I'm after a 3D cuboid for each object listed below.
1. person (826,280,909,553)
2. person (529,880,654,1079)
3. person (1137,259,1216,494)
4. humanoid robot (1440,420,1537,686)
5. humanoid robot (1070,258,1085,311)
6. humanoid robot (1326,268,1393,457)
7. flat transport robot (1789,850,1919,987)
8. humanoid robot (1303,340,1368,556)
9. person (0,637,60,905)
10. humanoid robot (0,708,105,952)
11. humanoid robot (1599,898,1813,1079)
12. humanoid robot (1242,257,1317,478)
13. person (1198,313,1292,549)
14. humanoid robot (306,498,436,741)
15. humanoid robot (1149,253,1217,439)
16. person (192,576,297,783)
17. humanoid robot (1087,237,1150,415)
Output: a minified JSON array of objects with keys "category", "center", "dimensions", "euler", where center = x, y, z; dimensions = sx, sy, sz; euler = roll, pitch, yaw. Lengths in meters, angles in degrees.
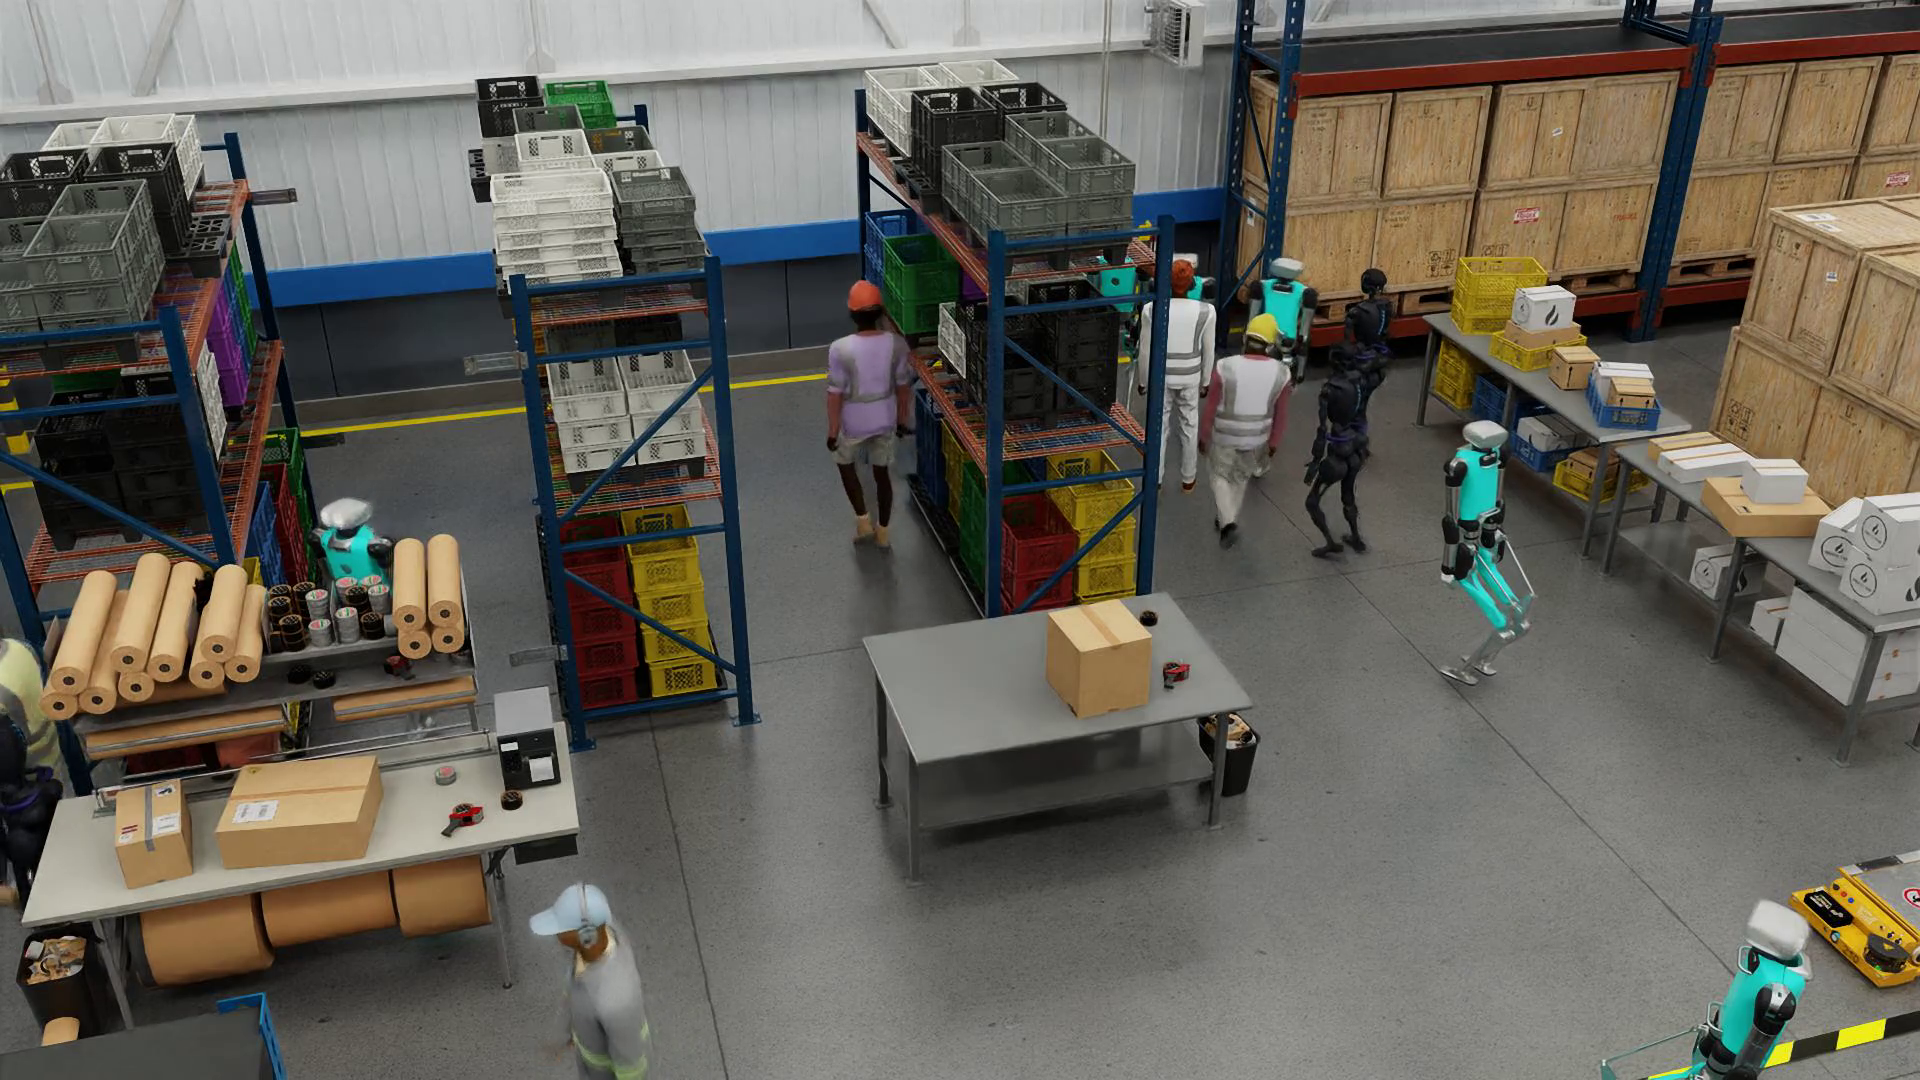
[{"category":"person","center":[-0.670,-0.858,11.889],"dimensions":[0.661,2.033,0.465],"euler":[-14,32,-24]},{"category":"person","center":[-1.433,2.104,6.693],"dimensions":[0.395,1.850,0.597],"euler":[-9,30,-17]},{"category":"person","center":[1.643,-1.230,12.724],"dimensions":[0.574,1.882,0.362],"euler":[2,29,4]},{"category":"humanoid robot","center":[3.313,0.134,10.285],"dimensions":[0.532,1.684,0.747],"euler":[-20,35,-32]},{"category":"humanoid robot","center":[0.904,-1.622,13.642],"dimensions":[0.307,1.648,0.610],"euler":[13,31,22]},{"category":"humanoid robot","center":[3.148,-1.357,13.163],"dimensions":[0.603,1.657,0.363],"euler":[-20,35,-32]},{"category":"flat transport robot","center":[5.163,1.916,8.676],"dimensions":[1.431,0.231,0.659],"euler":[-8,30,-14]},{"category":"humanoid robot","center":[2.727,-0.630,11.836],"dimensions":[0.406,1.633,0.589],"euler":[23,36,35]},{"category":"person","center":[-4.752,1.143,8.479],"dimensions":[0.802,1.812,0.636],"euler":[-5,29,-9]},{"category":"humanoid robot","center":[-4.607,1.362,8.218],"dimensions":[0.390,1.637,0.610],"euler":[-2,29,-5]},{"category":"humanoid robot","center":[2.862,2.103,6.676],"dimensions":[0.735,1.672,0.533],"euler":[12,31,21]},{"category":"humanoid robot","center":[2.369,-1.224,12.905],"dimensions":[0.542,1.814,0.770],"euler":[13,31,23]},{"category":"person","center":[2.027,-0.752,11.948],"dimensions":[0.620,1.793,0.564],"euler":[-4,29,-7]},{"category":"humanoid robot","center":[-3.305,0.505,9.795],"dimensions":[0.530,1.865,0.780],"euler":[8,30,15]},{"category":"humanoid robot","center":[1.766,-1.565,13.475],"dimensions":[0.551,1.755,0.838],"euler":[2,29,3]},{"category":"person","center":[-3.636,1.048,8.493],"dimensions":[0.368,1.966,0.602],"euler":[7,30,13]},{"category":"humanoid robot","center":[1.348,-1.798,13.765],"dimensions":[0.533,1.681,0.735],"euler":[10,30,17]}]
